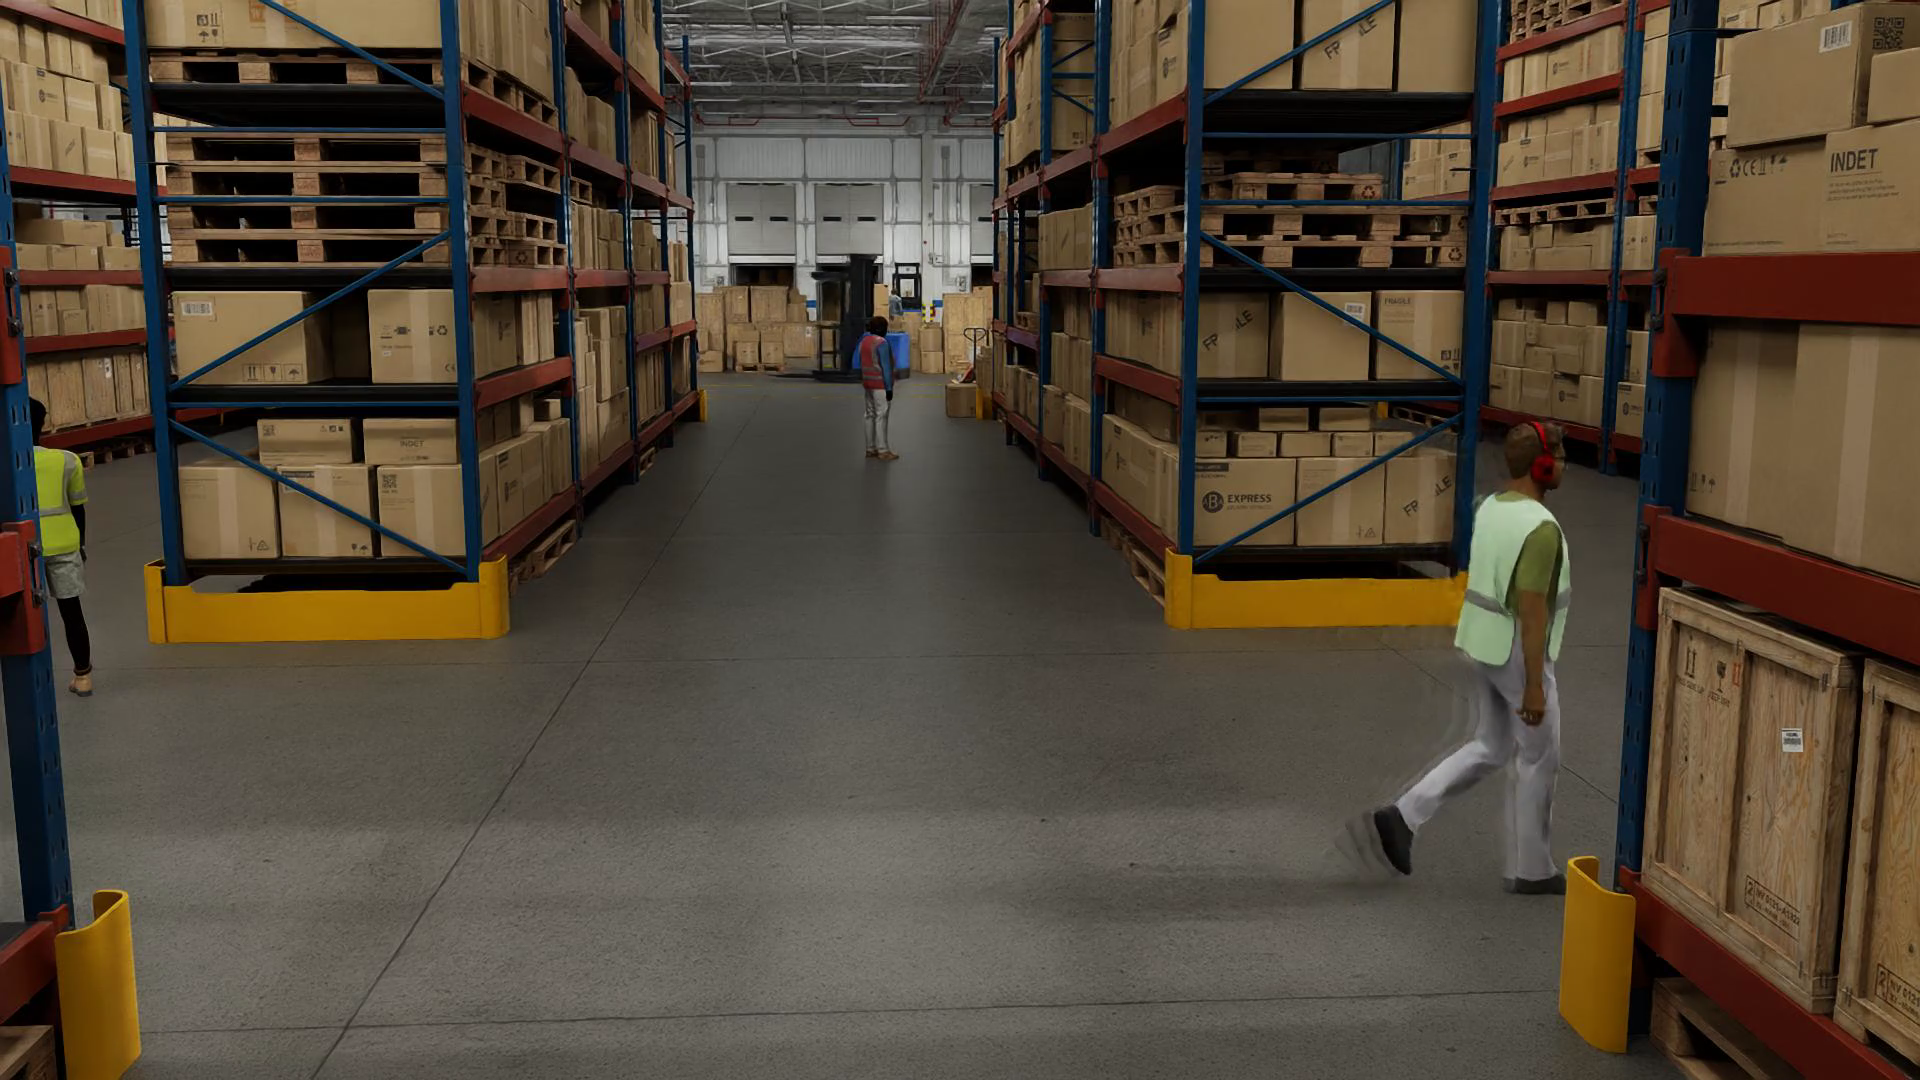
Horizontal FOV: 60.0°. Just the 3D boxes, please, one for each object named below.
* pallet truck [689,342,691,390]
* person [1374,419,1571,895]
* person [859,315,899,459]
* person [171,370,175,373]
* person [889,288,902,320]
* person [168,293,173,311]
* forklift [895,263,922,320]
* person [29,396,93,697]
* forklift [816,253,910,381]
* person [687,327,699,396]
[{"bbox_3d":[-5.225,-3.008,27.480,1.885,1.965,0.823,2,9,14],"label":"pallet truck"},{"bbox_3d":[2.010,0.455,6.266,0.746,1.830,0.562,-1,9,-4],"label":"person"},{"bbox_3d":[-1.038,-1.958,21.376,0.429,1.845,0.627,-6,11,-34],"label":"person"},{"bbox_3d":[-15.937,-3.740,33.319,0.528,1.600,0.814,6,11,34],"label":"person"},{"bbox_3d":[-2.306,-7.825,57.969,0.635,1.927,0.372,4,10,23],"label":"person"},{"bbox_3d":[-31.522,-9.153,66.287,0.587,1.928,0.362,8,12,41],"label":"person"},{"bbox_3d":[-1.980,-9.006,62.380,1.129,2.768,1.873,-1,9,-4],"label":"forklift"},{"bbox_3d":[-5.063,0.060,9.148,0.317,1.698,0.540,7,11,38],"label":"person"},{"bbox_3d":[-2.118,-4.912,36.671,1.873,2.768,1.129,2,9,13],"label":"forklift"},{"bbox_3d":[-5.294,-3.648,32.442,0.540,1.695,0.316,6,11,33],"label":"person"}]
